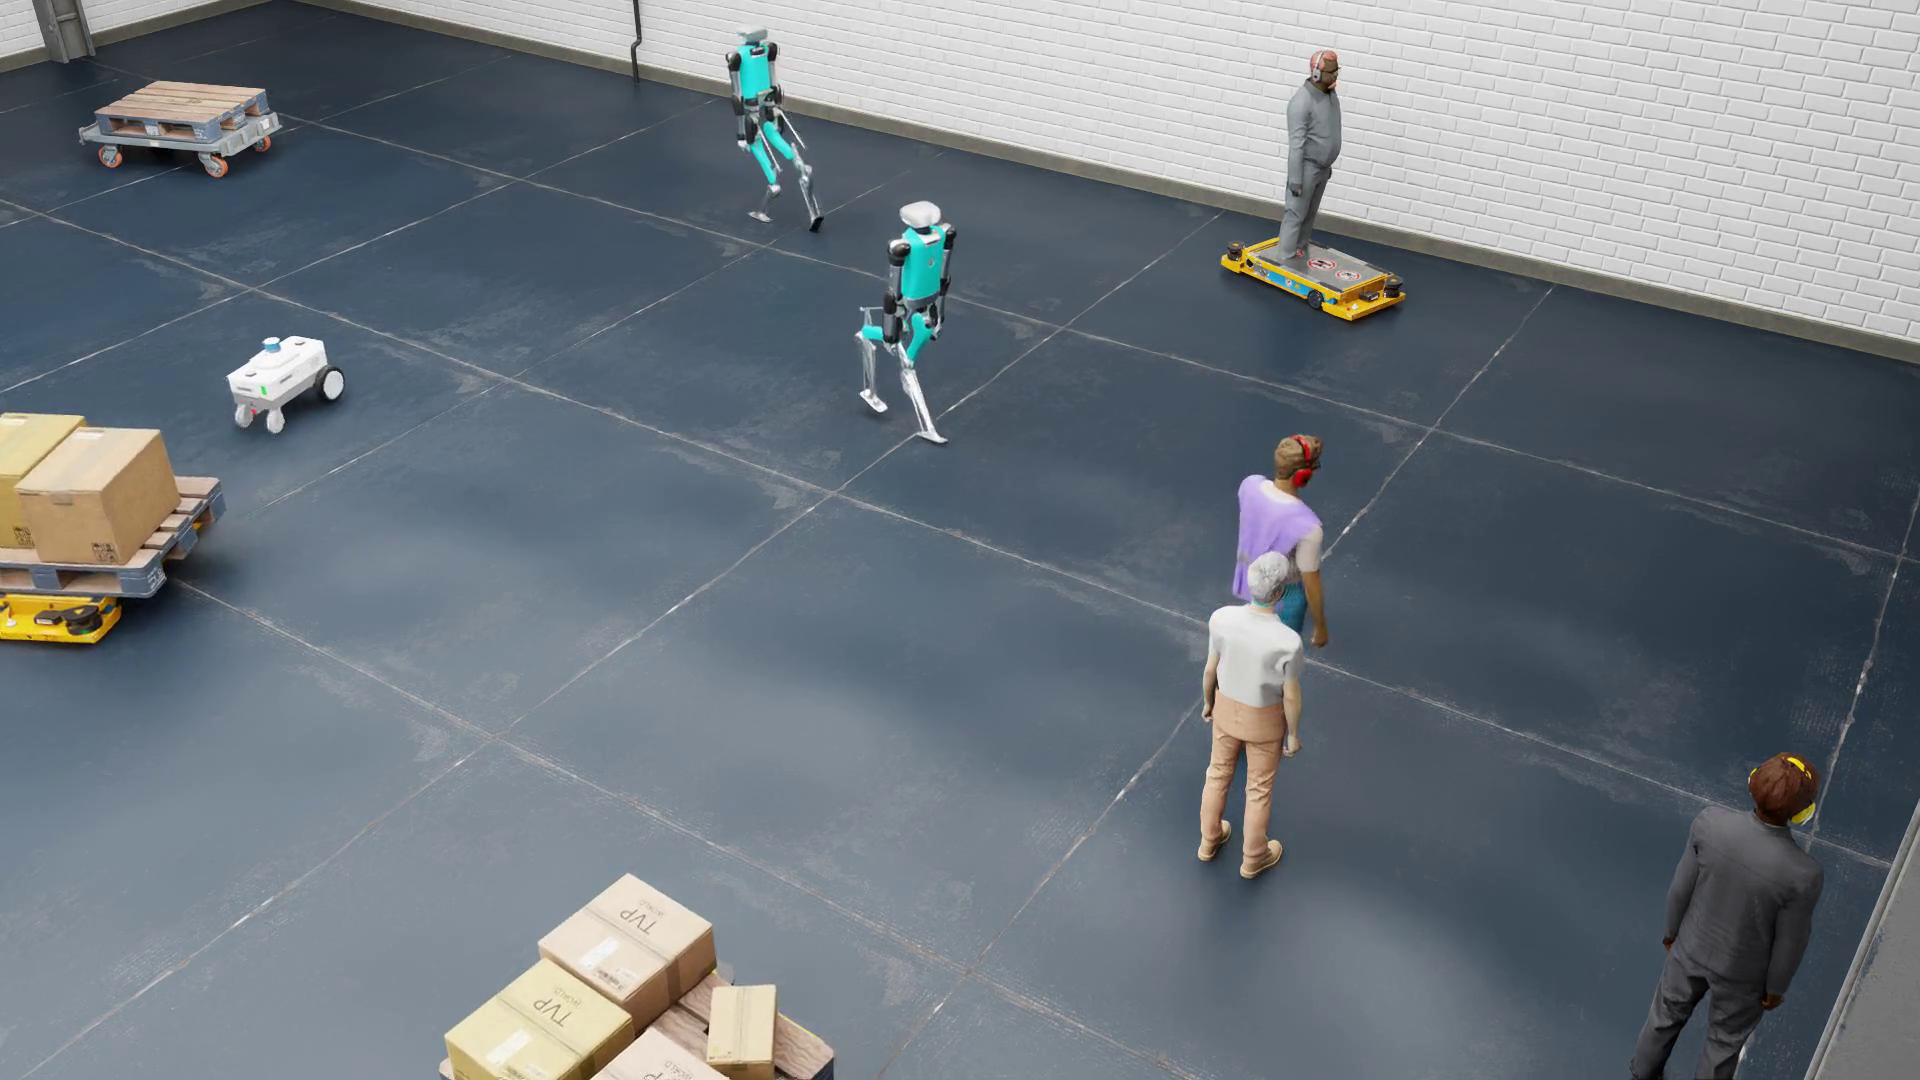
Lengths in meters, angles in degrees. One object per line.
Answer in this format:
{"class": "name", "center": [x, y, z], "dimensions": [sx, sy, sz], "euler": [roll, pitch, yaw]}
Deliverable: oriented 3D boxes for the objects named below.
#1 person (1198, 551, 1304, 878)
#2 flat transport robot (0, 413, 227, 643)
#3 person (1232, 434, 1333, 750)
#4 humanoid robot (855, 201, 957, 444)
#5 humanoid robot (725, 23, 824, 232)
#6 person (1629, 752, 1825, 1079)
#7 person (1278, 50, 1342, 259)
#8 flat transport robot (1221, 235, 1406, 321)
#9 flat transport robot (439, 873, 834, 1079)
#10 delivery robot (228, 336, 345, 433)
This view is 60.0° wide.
{"class": "person", "center": [1.336, 0.806, 7.635], "dimensions": [0.493, 1.744, 0.308], "euler": [21, 38, 29]}
{"class": "flat transport robot", "center": [-5.191, 0.133, 10.049], "dimensions": [0.659, 0.231, 1.431], "euler": [2, 33, 4]}
{"class": "person", "center": [1.627, 0.286, 8.364], "dimensions": [0.511, 1.831, 0.592], "euler": [-15, 36, -22]}
{"class": "humanoid robot", "center": [-0.466, -1.536, 11.344], "dimensions": [0.530, 1.769, 0.995], "euler": [-26, 41, -34]}
{"class": "humanoid robot", "center": [-1.522, -3.486, 14.349], "dimensions": [0.928, 1.785, 0.541], "euler": [26, 41, 34]}
{"class": "person", "center": [2.920, 1.566, 6.335], "dimensions": [0.345, 1.874, 0.501], "euler": [-26, 41, -34]}
{"class": "person", "center": [2.839, -2.986, 13.388], "dimensions": [0.410, 1.910, 0.639], "euler": [21, 38, 29]}
{"class": "flat transport robot", "center": [2.891, -2.190, 13.664], "dimensions": [0.659, 0.231, 1.431], "euler": [-23, 39, -31]}
{"class": "flat transport robot", "center": [-1.260, 2.306, 6.668], "dimensions": [0.659, 0.231, 1.431], "euler": [22, 39, 31]}
{"class": "delivery robot", "center": [-4.807, -1.148, 11.764], "dimensions": [0.499, 0.580, 0.757], "euler": [11, 34, 17]}
